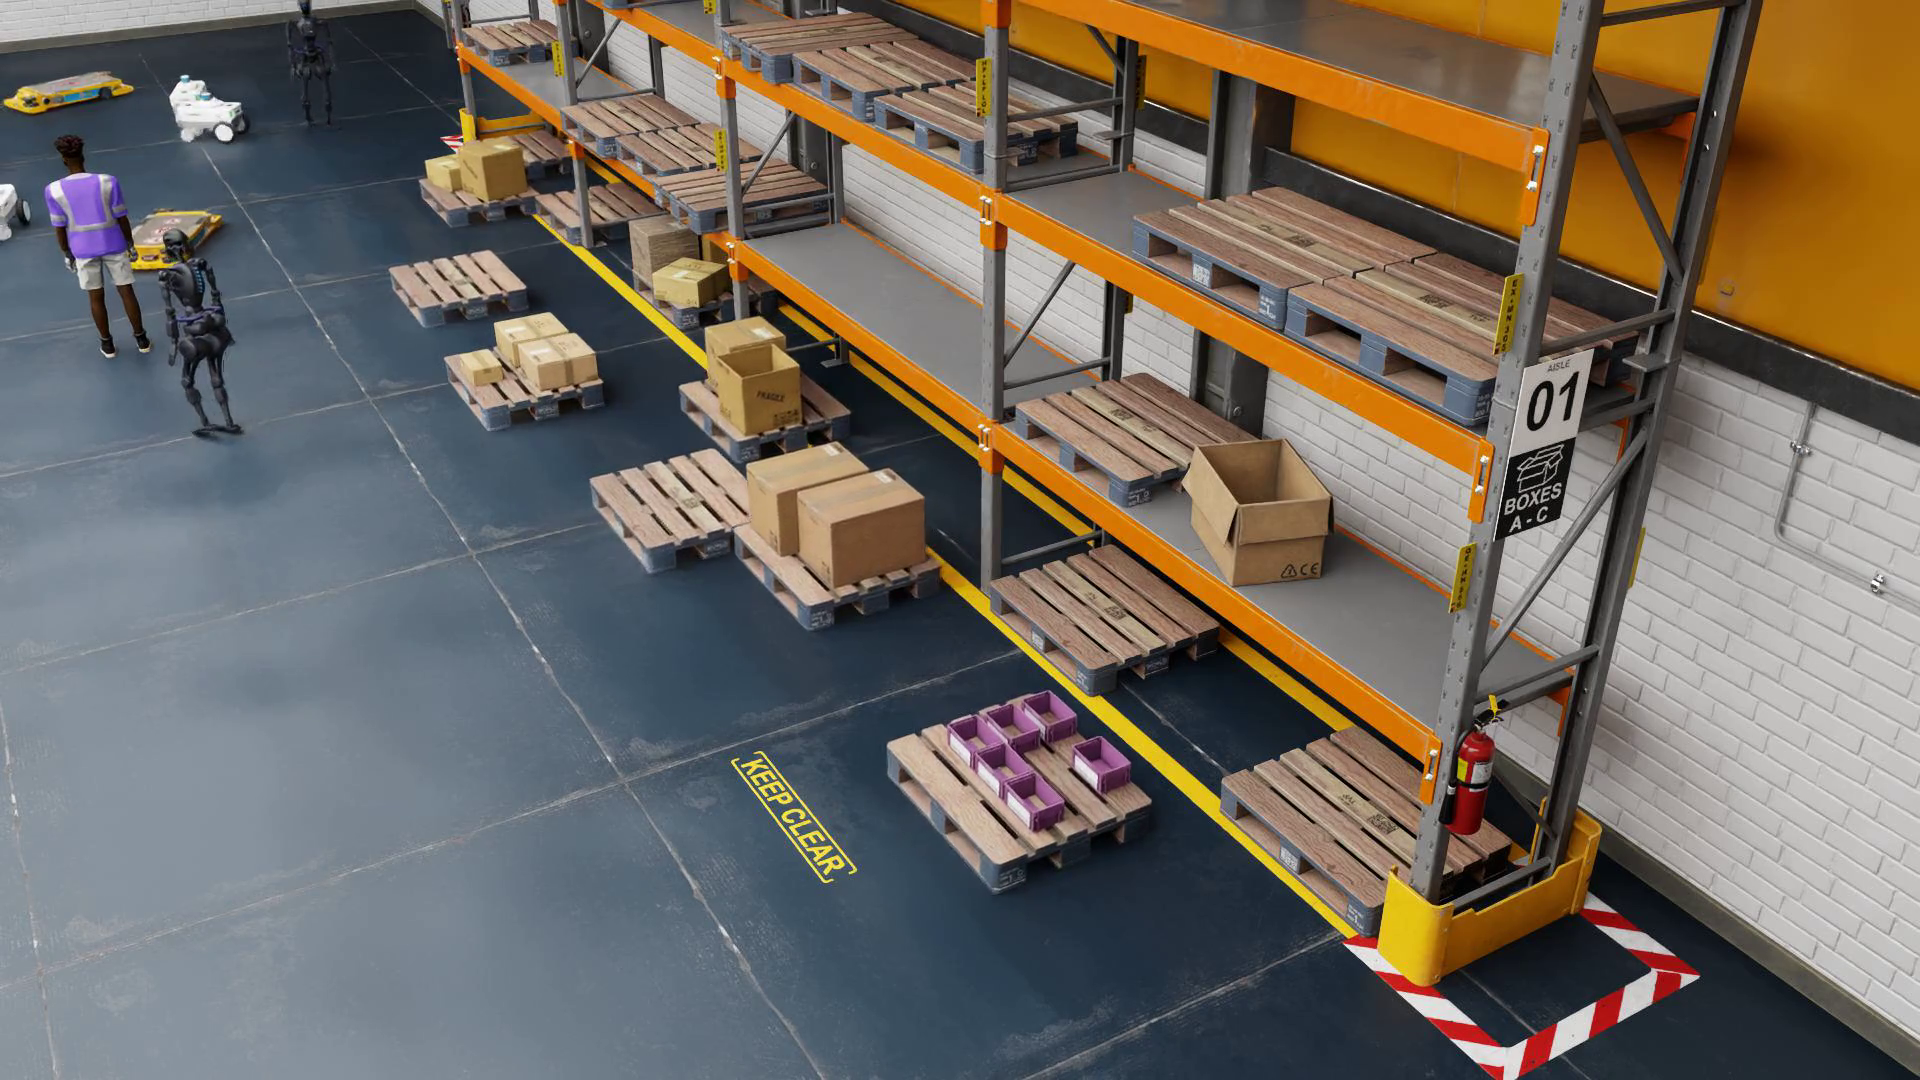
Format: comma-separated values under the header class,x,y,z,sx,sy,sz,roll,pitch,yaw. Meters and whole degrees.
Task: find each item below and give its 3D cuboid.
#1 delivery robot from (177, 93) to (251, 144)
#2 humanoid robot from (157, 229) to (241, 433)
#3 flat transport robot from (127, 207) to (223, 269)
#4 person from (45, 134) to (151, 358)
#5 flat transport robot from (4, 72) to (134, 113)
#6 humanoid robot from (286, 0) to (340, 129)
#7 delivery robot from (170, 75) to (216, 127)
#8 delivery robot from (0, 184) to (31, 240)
class,x,y,z,sx,sy,sz,roll,pitch,yaw
delivery robot,-9.226,-5.209,20.546,0.794,0.603,0.499,1,30,1
humanoid robot,-5.990,-1.629,13.085,0.435,1.638,0.608,11,31,18
flat transport robot,-8.145,-3.102,17.109,0.659,0.231,1.431,-3,30,-5
person,-7.455,-2.529,14.386,0.602,1.958,0.377,-13,32,-22
flat transport robot,-11.872,-5.965,22.163,0.659,0.231,1.431,21,36,32
humanoid robot,-8.068,-5.945,20.704,0.586,1.647,0.442,-14,32,-23
delivery robot,-9.863,-5.651,21.299,0.499,0.576,0.768,-7,30,-12
delivery robot,-10.167,-3.486,17.504,0.510,0.603,0.774,-8,30,-13
